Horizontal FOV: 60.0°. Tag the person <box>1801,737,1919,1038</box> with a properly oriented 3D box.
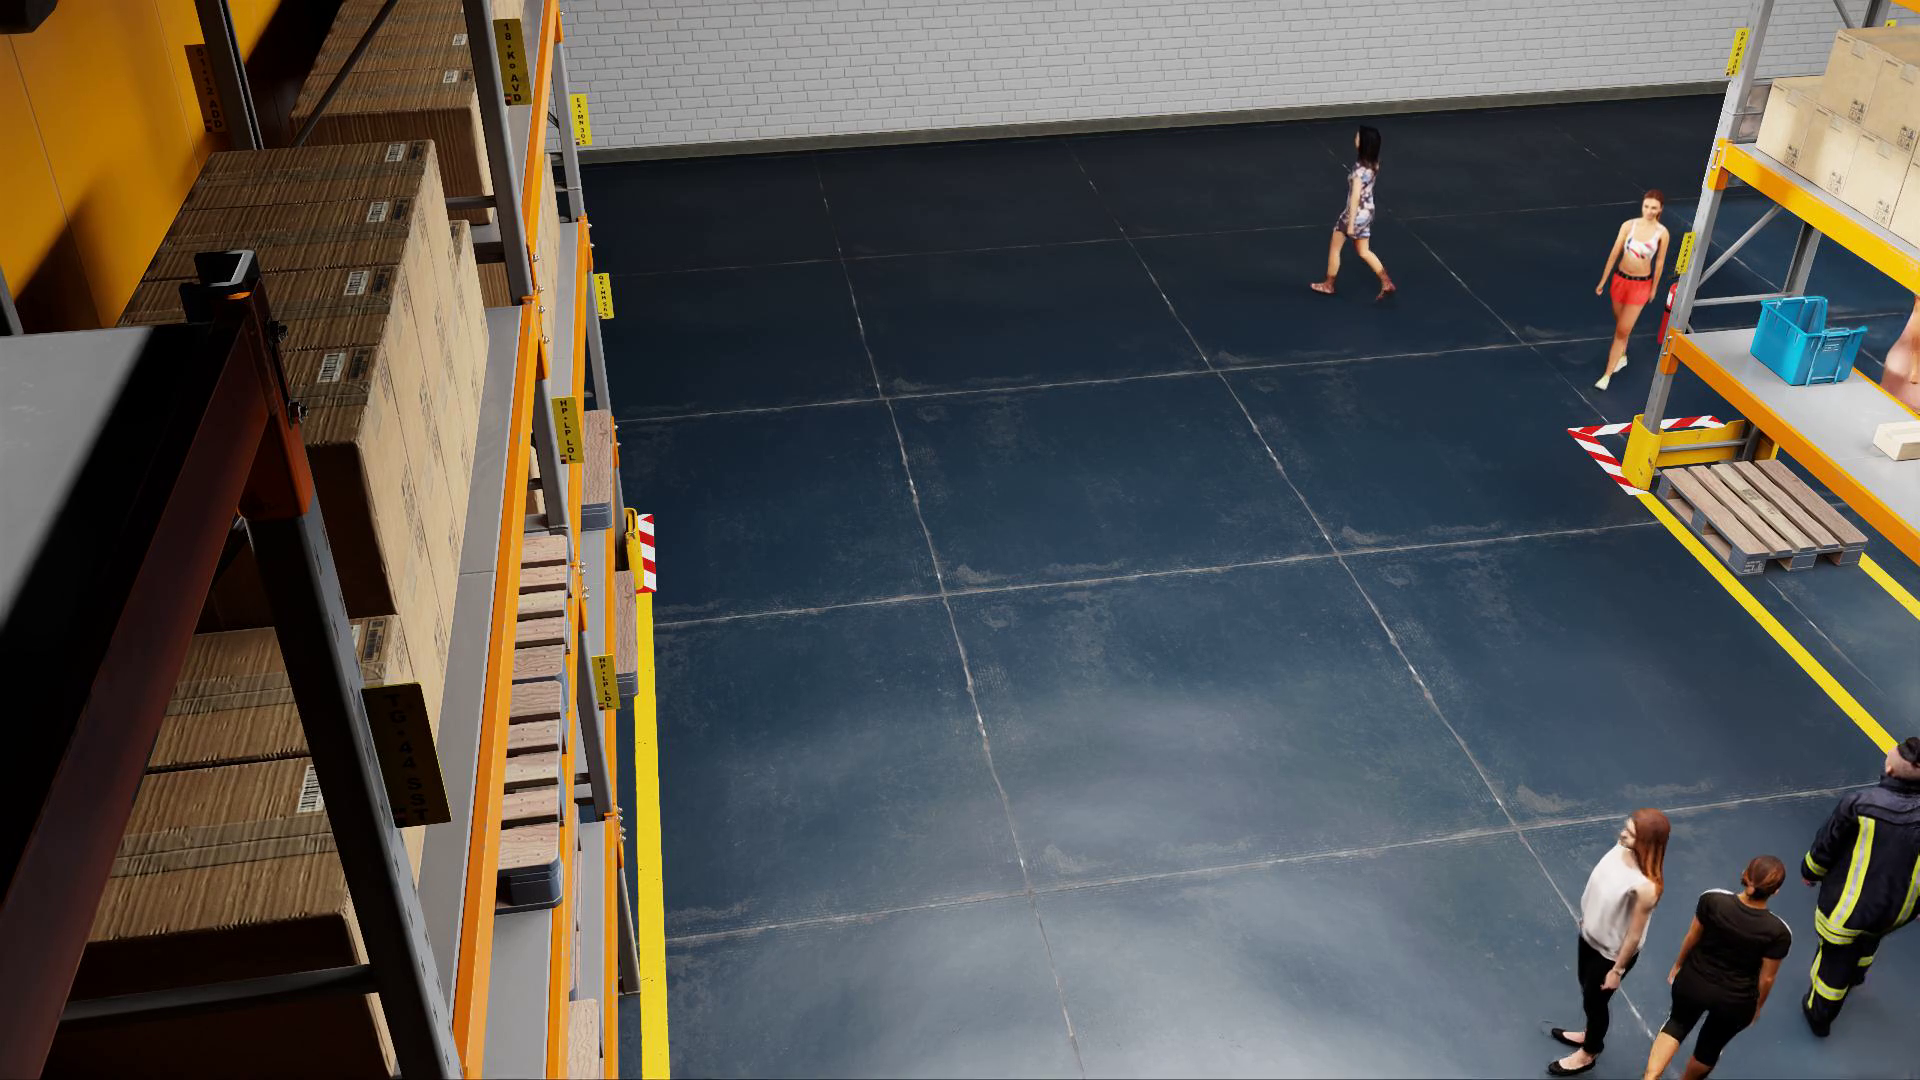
[{"bbox_3d":[4.563,1.782,8.303,0.919,1.848,0.967,7,34,11],"label":"person"}]

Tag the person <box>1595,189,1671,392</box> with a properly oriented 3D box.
[{"bbox_3d":[5.827,-2.209,14.391,1.067,1.756,1.091,25,41,32],"label":"person"}]

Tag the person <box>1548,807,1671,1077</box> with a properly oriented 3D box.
[{"bbox_3d":[3.185,1.960,8.151,0.724,1.721,0.561,6,34,8],"label":"person"}]

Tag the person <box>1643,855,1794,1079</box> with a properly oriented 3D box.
[{"bbox_3d":[3.563,2.172,7.889,0.872,1.658,0.898,26,42,34],"label":"person"}]

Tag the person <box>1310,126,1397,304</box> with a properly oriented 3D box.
[{"bbox_3d":[3.816,-3.022,15.657,1.129,1.708,1.055,23,40,30],"label":"person"}]
